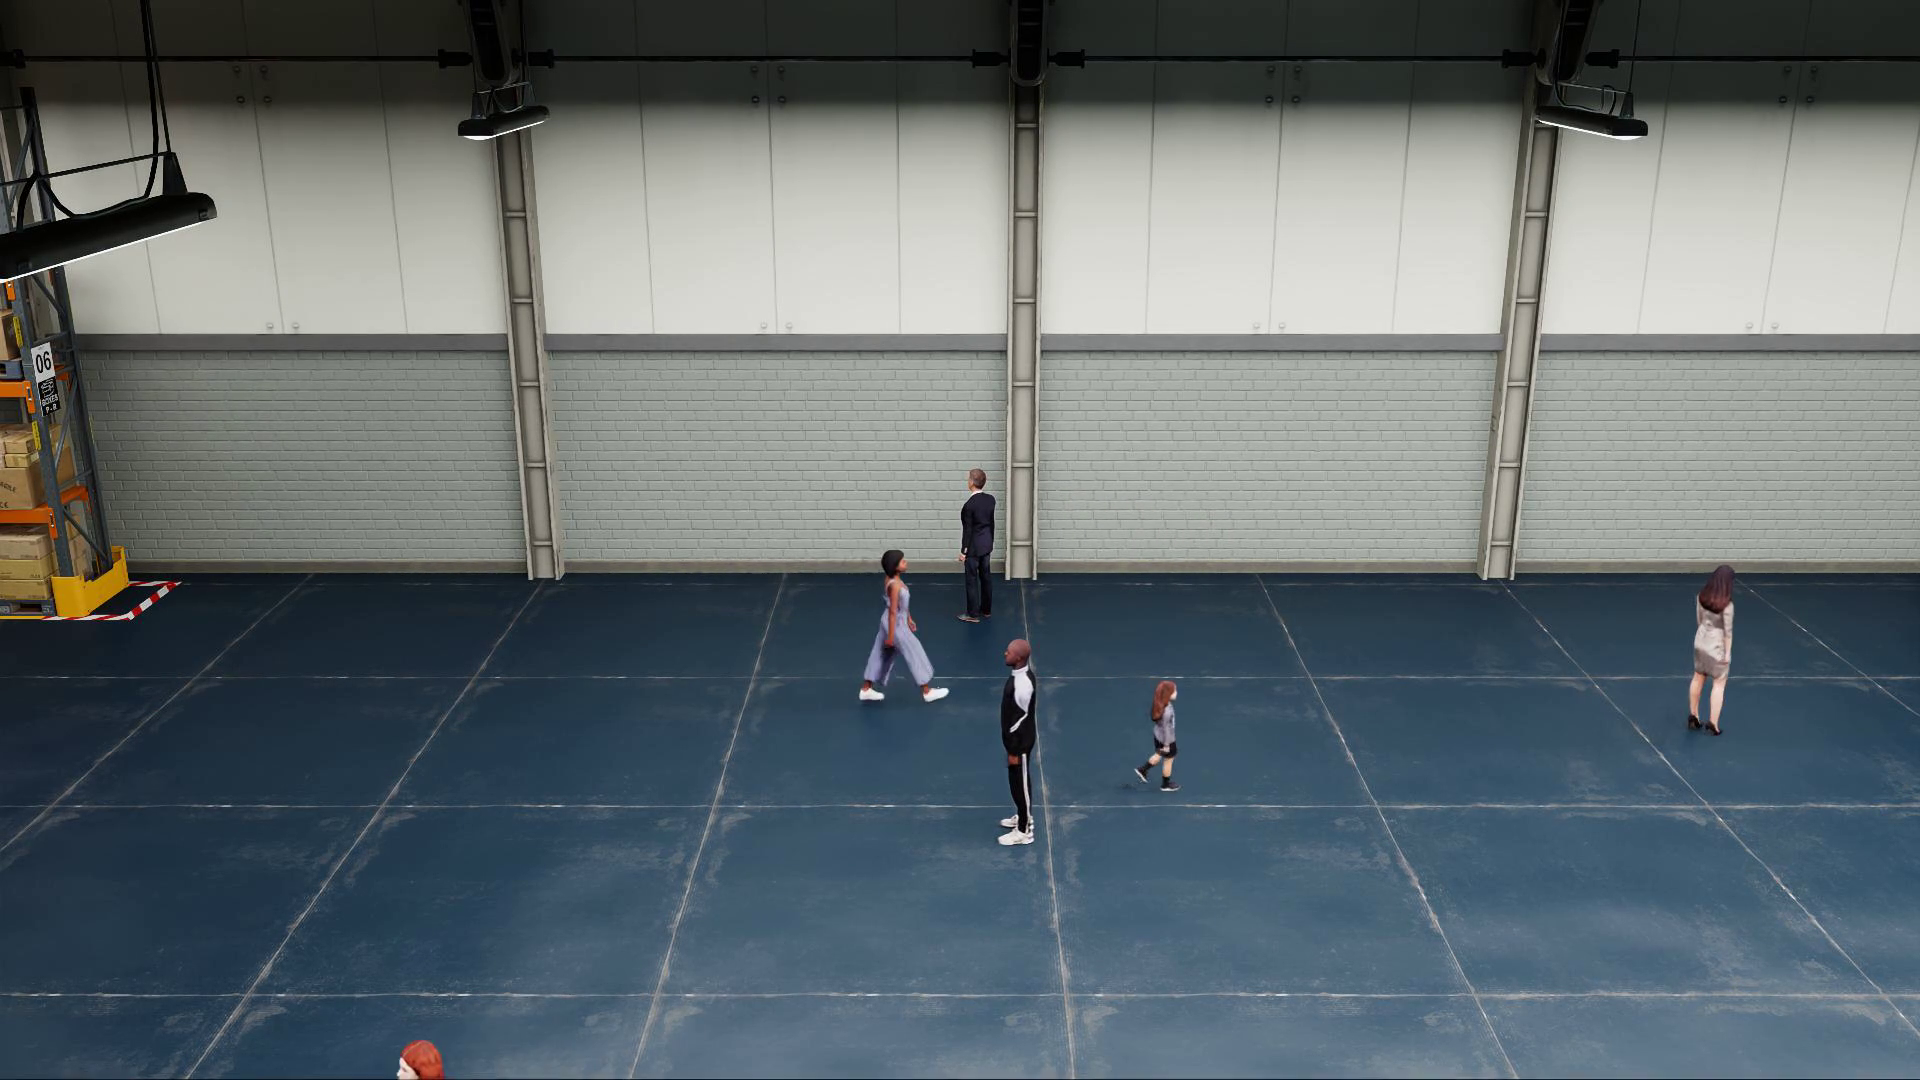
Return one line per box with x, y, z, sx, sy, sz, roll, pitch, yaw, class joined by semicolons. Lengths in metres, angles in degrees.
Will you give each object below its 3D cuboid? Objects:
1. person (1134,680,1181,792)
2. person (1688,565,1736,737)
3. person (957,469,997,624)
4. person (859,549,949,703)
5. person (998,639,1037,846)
1.816;1.780;15.184;0.640;1.095;0.489;-1;18;-3;person
7.339;1.071;16.317;0.676;1.741;0.679;-8;20;-24;person
0.195;0.049;19.338;0.823;1.815;0.776;16;24;40;person
-0.750;0.916;16.950;1.160;1.644;0.695;-3;18;-9;person
0.520;1.701;14.249;0.546;1.825;0.657;1;18;4;person
